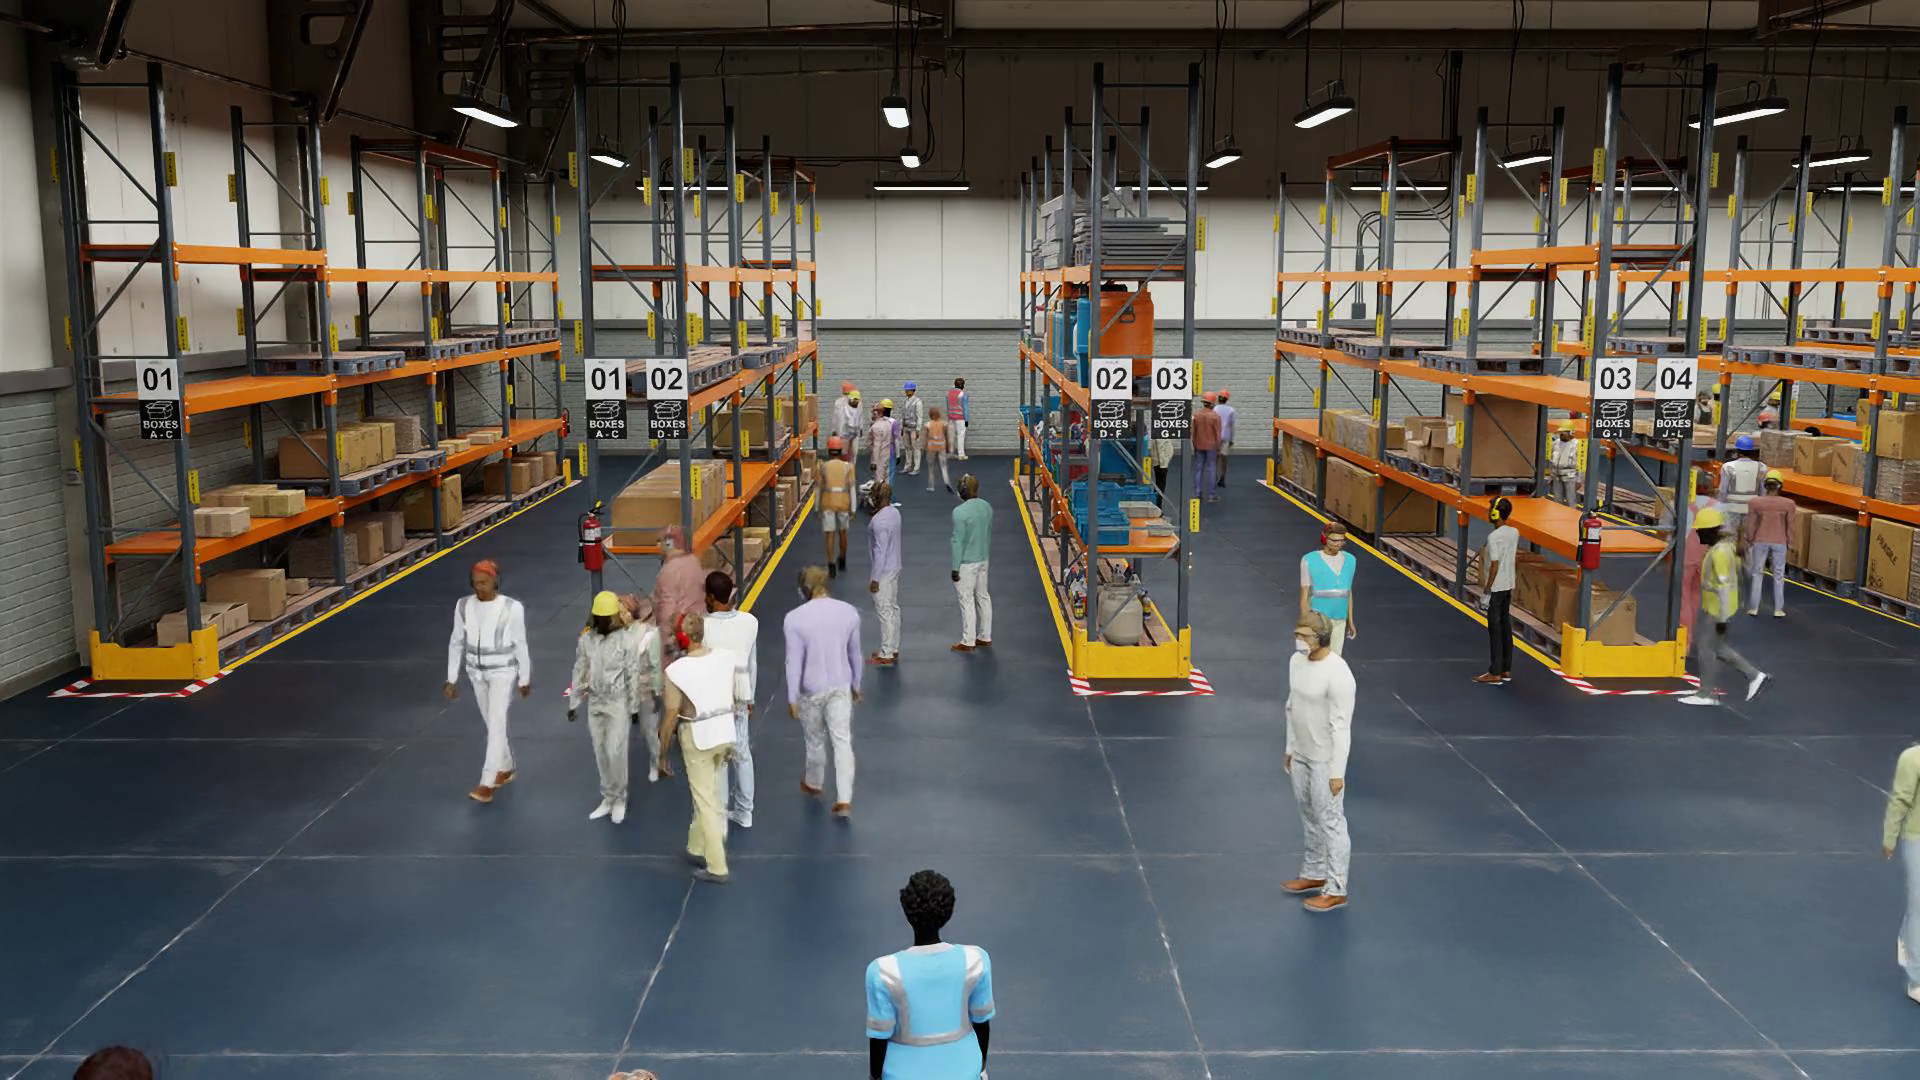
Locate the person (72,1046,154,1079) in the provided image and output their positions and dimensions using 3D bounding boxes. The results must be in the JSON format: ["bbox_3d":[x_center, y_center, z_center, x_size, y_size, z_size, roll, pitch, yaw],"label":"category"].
[{"bbox_3d":[-2.289,2.312,4.852,0.615,1.876,0.986,-1,9,-5],"label":"person"}]

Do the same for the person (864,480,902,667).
[{"bbox_3d":[-0.796,0.344,17.257,0.368,1.939,0.633,2,9,12],"label":"person"}]

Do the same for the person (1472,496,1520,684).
[{"bbox_3d":[5.320,0.497,16.492,0.521,1.873,0.328,-9,12,-44],"label":"person"}]

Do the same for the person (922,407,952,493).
[{"bbox_3d":[-0.432,-1.698,31.421,0.547,1.621,0.592,-2,9,-12],"label":"person"}]

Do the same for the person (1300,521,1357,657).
[{"bbox_3d":[3.316,0.738,15.044,0.563,1.839,0.389,-4,10,-22],"label":"person"}]

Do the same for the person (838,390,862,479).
[{"bbox_3d":[-2.285,-2.150,33.785,0.620,1.785,0.723,-7,12,-40],"label":"person"}]

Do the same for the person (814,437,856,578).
[{"bbox_3d":[-1.712,-0.465,22.658,0.554,1.877,0.986,-2,9,-12],"label":"person"}]

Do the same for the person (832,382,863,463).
[{"bbox_3d":[-2.338,-2.307,34.448,0.648,1.918,0.921,-6,11,-36],"label":"person"}]

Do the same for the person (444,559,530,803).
[{"bbox_3d":[-3.679,1.081,12.798,0.582,1.843,0.928,3,9,18],"label":"person"}]

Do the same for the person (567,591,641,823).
[{"bbox_3d":[-2.635,1.228,12.257,0.533,1.732,0.398,4,10,24],"label":"person"}]

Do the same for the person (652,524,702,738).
[{"bbox_3d":[-2.517,0.791,14.540,0.484,1.892,0.654,3,9,17],"label":"person"}]

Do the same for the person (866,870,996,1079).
[{"bbox_3d":[-0.121,2.128,6.557,0.532,1.697,0.320,-3,9,-17],"label":"person"}]

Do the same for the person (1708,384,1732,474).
[{"bbox_3d":[15.621,-2.304,34.454,0.646,1.894,0.672,0,9,1],"label":"person"}]

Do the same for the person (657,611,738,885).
[{"bbox_3d":[-1.805,1.358,11.102,0.768,1.814,0.584,7,11,39],"label":"person"}]

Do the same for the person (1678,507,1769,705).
[{"bbox_3d":[7.170,0.632,15.543,0.705,1.896,0.605,4,10,21],"label":"person"}]

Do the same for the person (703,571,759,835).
[{"bbox_3d":[-1.703,1.170,12.001,0.392,1.922,0.593,8,12,41],"label":"person"}]

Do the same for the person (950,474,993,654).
[{"bbox_3d":[0.121,0.252,17.897,0.368,1.930,0.627,6,11,36],"label":"person"}]

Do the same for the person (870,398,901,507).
[{"bbox_3d":[-1.306,-1.535,29.383,0.587,1.927,0.365,5,10,29],"label":"person"}]

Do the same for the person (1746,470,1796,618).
[{"bbox_3d":[9.615,0.047,19.749,0.524,1.760,0.326,5,10,28],"label":"person"}]

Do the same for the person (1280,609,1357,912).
[{"bbox_3d":[2.279,1.389,10.596,0.376,1.932,0.626,-3,9,-17],"label":"person"}]

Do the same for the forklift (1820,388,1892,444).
[{"bbox_3d":[20.072,-3.110,36.462,1.873,2.768,1.129,0,9,0],"label":"forklift"}]

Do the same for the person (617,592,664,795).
[{"bbox_3d":[-2.531,1.184,12.934,0.516,1.606,0.812,1,9,4],"label":"person"}]

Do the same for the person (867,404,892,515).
[{"bbox_3d":[-1.395,-1.369,28.383,0.400,1.907,0.644,3,9,18],"label":"person"}]

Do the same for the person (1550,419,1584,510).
[{"bbox_3d":[9.507,-0.981,26.121,0.403,1.832,0.593,-6,10,-32],"label":"person"}]

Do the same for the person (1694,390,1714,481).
[{"bbox_3d":[14.841,-2.095,33.316,0.609,1.824,0.473,-4,10,-24],"label":"person"}]

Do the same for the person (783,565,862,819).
[{"bbox_3d":[-1.005,1.126,12.461,0.652,1.879,1.000,-4,10,-26],"label":"person"}]

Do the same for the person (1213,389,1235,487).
[{"bbox_3d":[5.084,-1.993,32.499,0.569,1.874,0.956,0,9,3],"label":"person"}]

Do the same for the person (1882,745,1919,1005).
[{"bbox_3d":[5.495,1.684,9.370,0.520,1.723,0.859,0,9,2],"label":"person"}]

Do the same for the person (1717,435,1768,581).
[{"bbox_3d":[10.383,-0.416,22.102,0.614,1.950,0.375,1,9,8],"label":"person"}]

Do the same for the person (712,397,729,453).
[{"bbox_3d":[-4.811,-2.205,33.668,0.551,1.933,0.376,1,9,7],"label":"person"}]

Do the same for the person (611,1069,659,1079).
[{"bbox_3d":[-0.920,2.403,5.017,0.527,1.623,0.327,-1,9,-5],"label":"person"}]

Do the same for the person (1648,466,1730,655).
[{"bbox_3d":[7.863,0.171,18.045,0.704,2.000,0.984,0,9,-1],"label":"person"}]

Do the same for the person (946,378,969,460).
[{"bbox_3d":[-0.038,-2.719,37.321,0.624,1.835,0.431,8,12,42],"label":"person"}]

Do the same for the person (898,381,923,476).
[{"bbox_3d":[-1.008,-2.296,34.214,0.386,1.948,0.601,-7,12,-40],"label":"person"}]

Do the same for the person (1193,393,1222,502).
[{"bbox_3d":[4.507,-1.674,30.164,0.638,1.978,0.459,7,11,39],"label":"person"}]

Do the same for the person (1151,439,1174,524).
[{"bbox_3d":[3.348,-1.247,27.361,0.403,1.987,0.608,1,9,8],"label":"person"}]
